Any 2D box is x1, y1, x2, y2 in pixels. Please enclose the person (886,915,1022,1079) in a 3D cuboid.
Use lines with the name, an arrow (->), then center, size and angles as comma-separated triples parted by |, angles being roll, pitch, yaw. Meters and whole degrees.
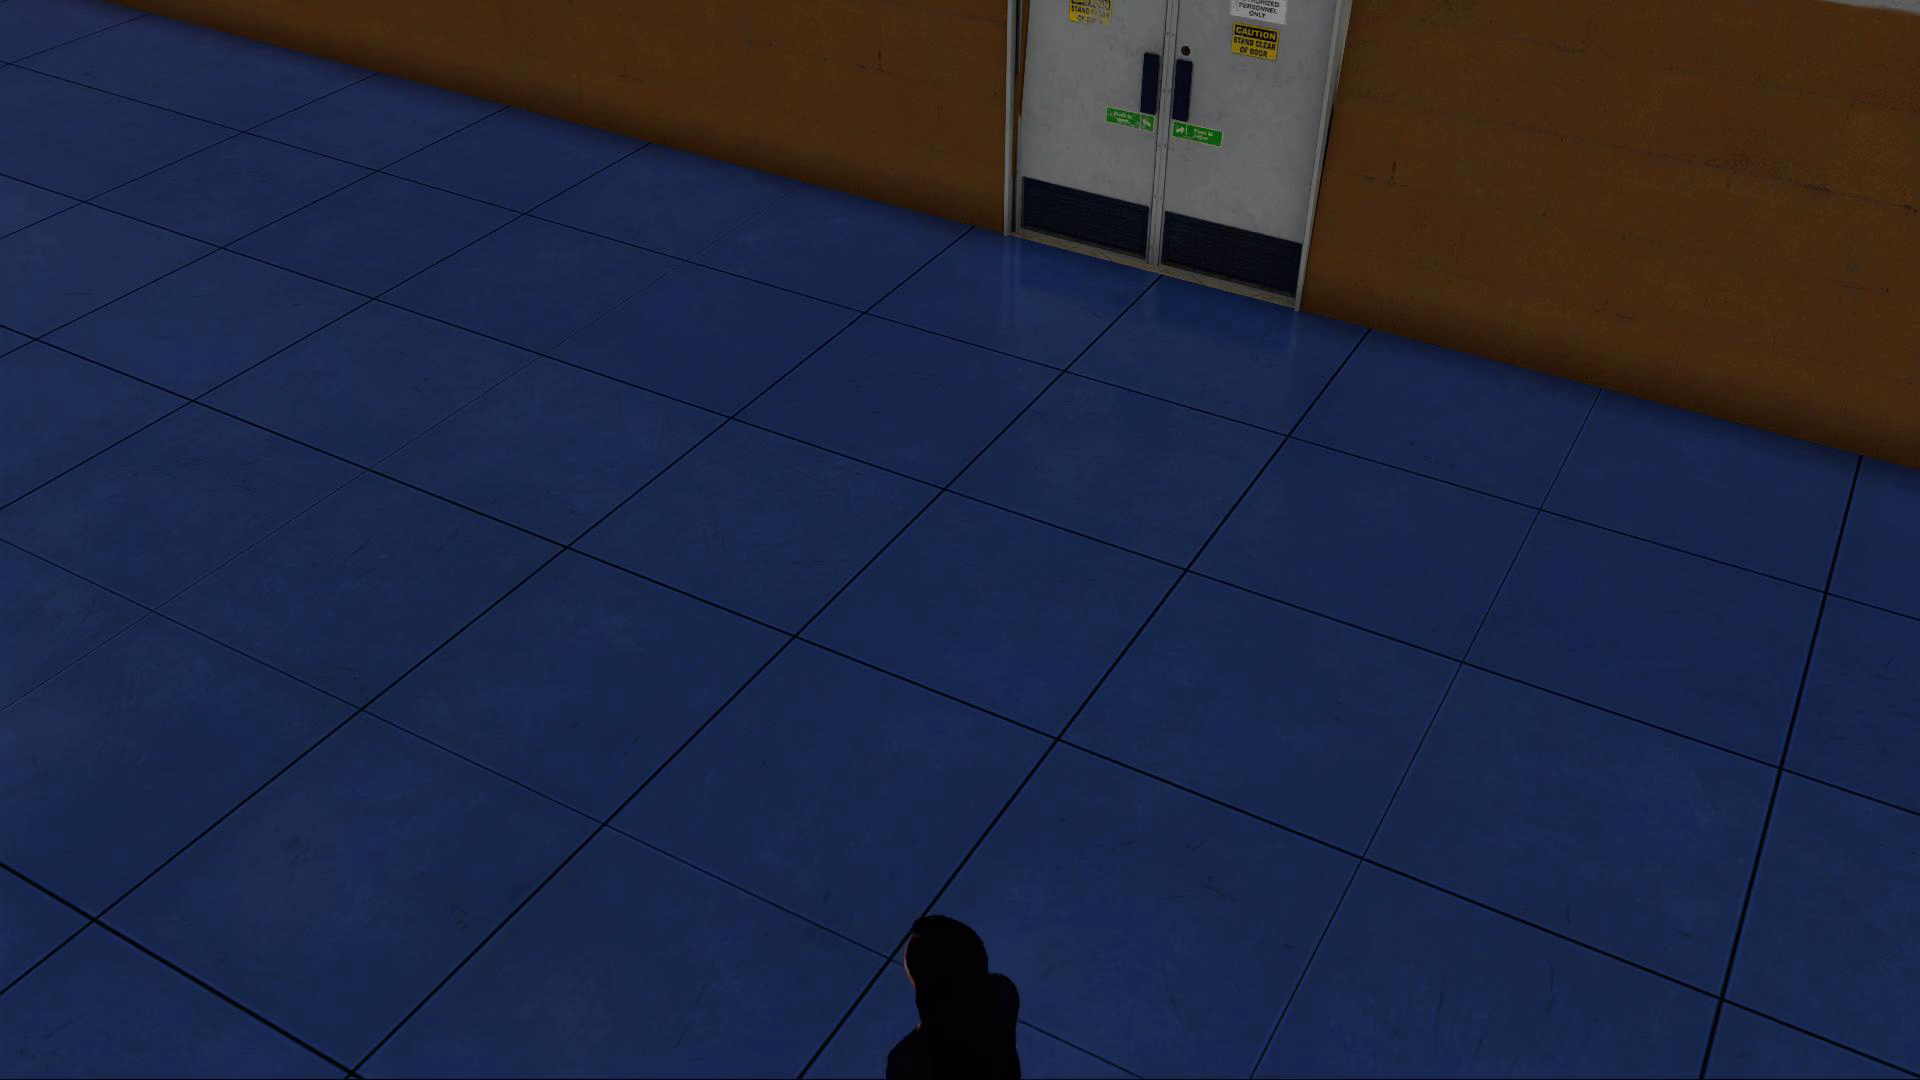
person -> 0.025, 1.656, 4.449 | 0.718, 1.725, 0.655 | 26, 44, 30
